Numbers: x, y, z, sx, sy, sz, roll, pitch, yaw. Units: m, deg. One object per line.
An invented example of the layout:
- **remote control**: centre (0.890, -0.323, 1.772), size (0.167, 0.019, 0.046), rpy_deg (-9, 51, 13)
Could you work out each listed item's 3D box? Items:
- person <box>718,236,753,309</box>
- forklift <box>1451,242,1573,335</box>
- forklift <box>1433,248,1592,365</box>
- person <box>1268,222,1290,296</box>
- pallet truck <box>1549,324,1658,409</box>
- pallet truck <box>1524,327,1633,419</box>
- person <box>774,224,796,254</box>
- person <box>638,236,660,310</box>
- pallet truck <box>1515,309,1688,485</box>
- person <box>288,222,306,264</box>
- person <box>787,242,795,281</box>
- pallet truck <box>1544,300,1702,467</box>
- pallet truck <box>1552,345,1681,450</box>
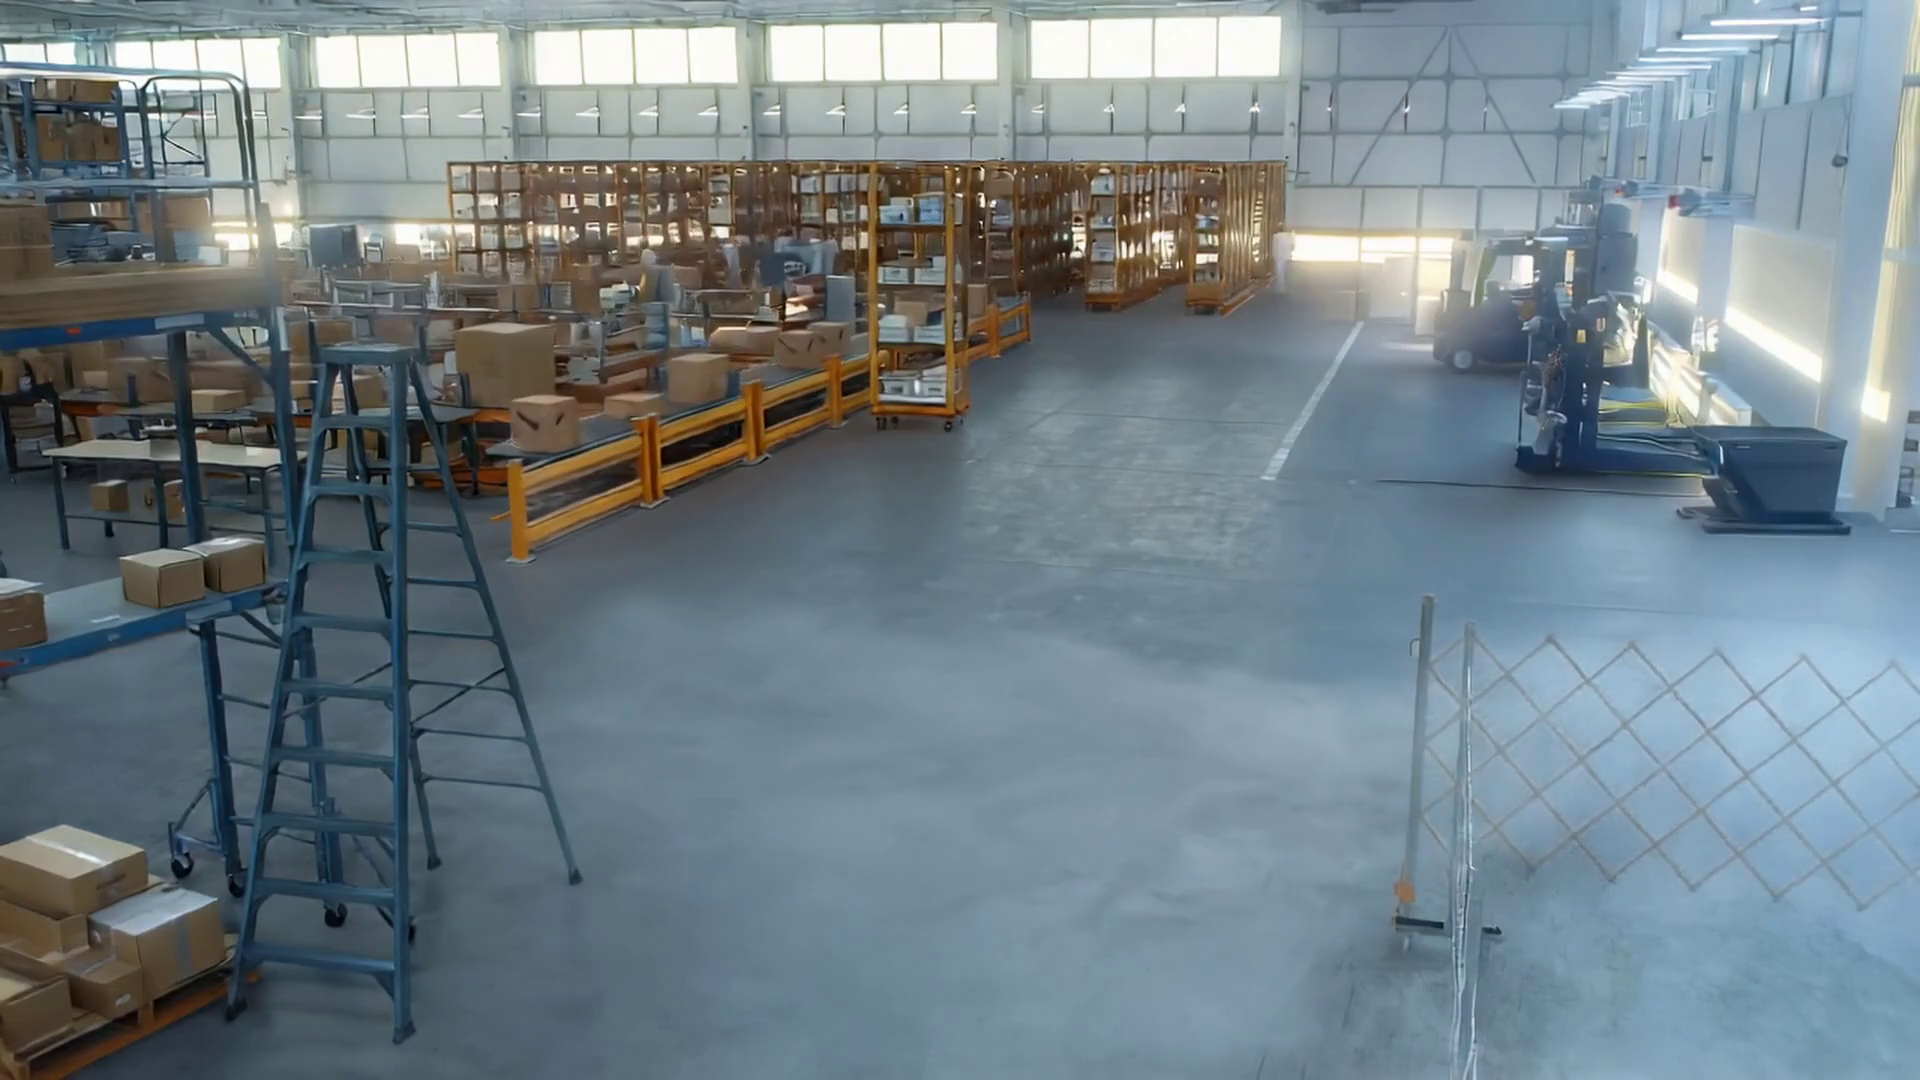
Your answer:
- **person**: centre (-5.623, -6.616, 41.240), size (0.987, 1.805, 0.567), rpy_deg (7, 15, 28)
- **forklift**: centre (10.464, -4.597, 31.405), size (2.680, 1.987, 1.157), rpy_deg (4, 14, 16)
- **forklift**: centre (9.780, -4.111, 29.280), size (2.680, 1.987, 1.157), rpy_deg (3, 13, 14)
- **person**: centre (8.618, -7.657, 45.321), size (0.646, 1.969, 0.807), rpy_deg (-12, 17, -41)
- **pallet truck**: centre (9.824, -2.669, 25.407), size (1.601, 1.201, 0.680), rpy_deg (4, 14, 16)
- **pallet truck**: centre (9.065, -2.460, 24.370), size (1.522, 1.261, 0.704), rpy_deg (3, 13, 14)
- **person**: centre (-4.586, -7.271, 43.605), size (0.616, 2.003, 1.016), rpy_deg (2, 13, 7)
- **person**: centre (-7.687, -6.602, 41.101), size (0.483, 1.818, 0.621), rpy_deg (2, 13, 7)
- **pallet truck**: centre (7.554, -1.677, 19.446), size (1.885, 1.965, 0.823), rpy_deg (3, 13, 14)
- **person**: centre (-22.110, -9.826, 55.524), size (0.529, 1.595, 0.847), rpy_deg (-8, 16, -32)
- **person**: centre (-3.878, -6.113, 39.126), size (0.521, 1.755, 0.533), rpy_deg (7, 15, 28)
- **pallet truck**: centre (8.263, -1.952, 20.631), size (1.885, 1.965, 0.823), rpy_deg (5, 14, 20)
- **pallet truck**: centre (8.641, -1.896, 21.908), size (1.630, 1.274, 0.653), rpy_deg (4, 14, 16)
